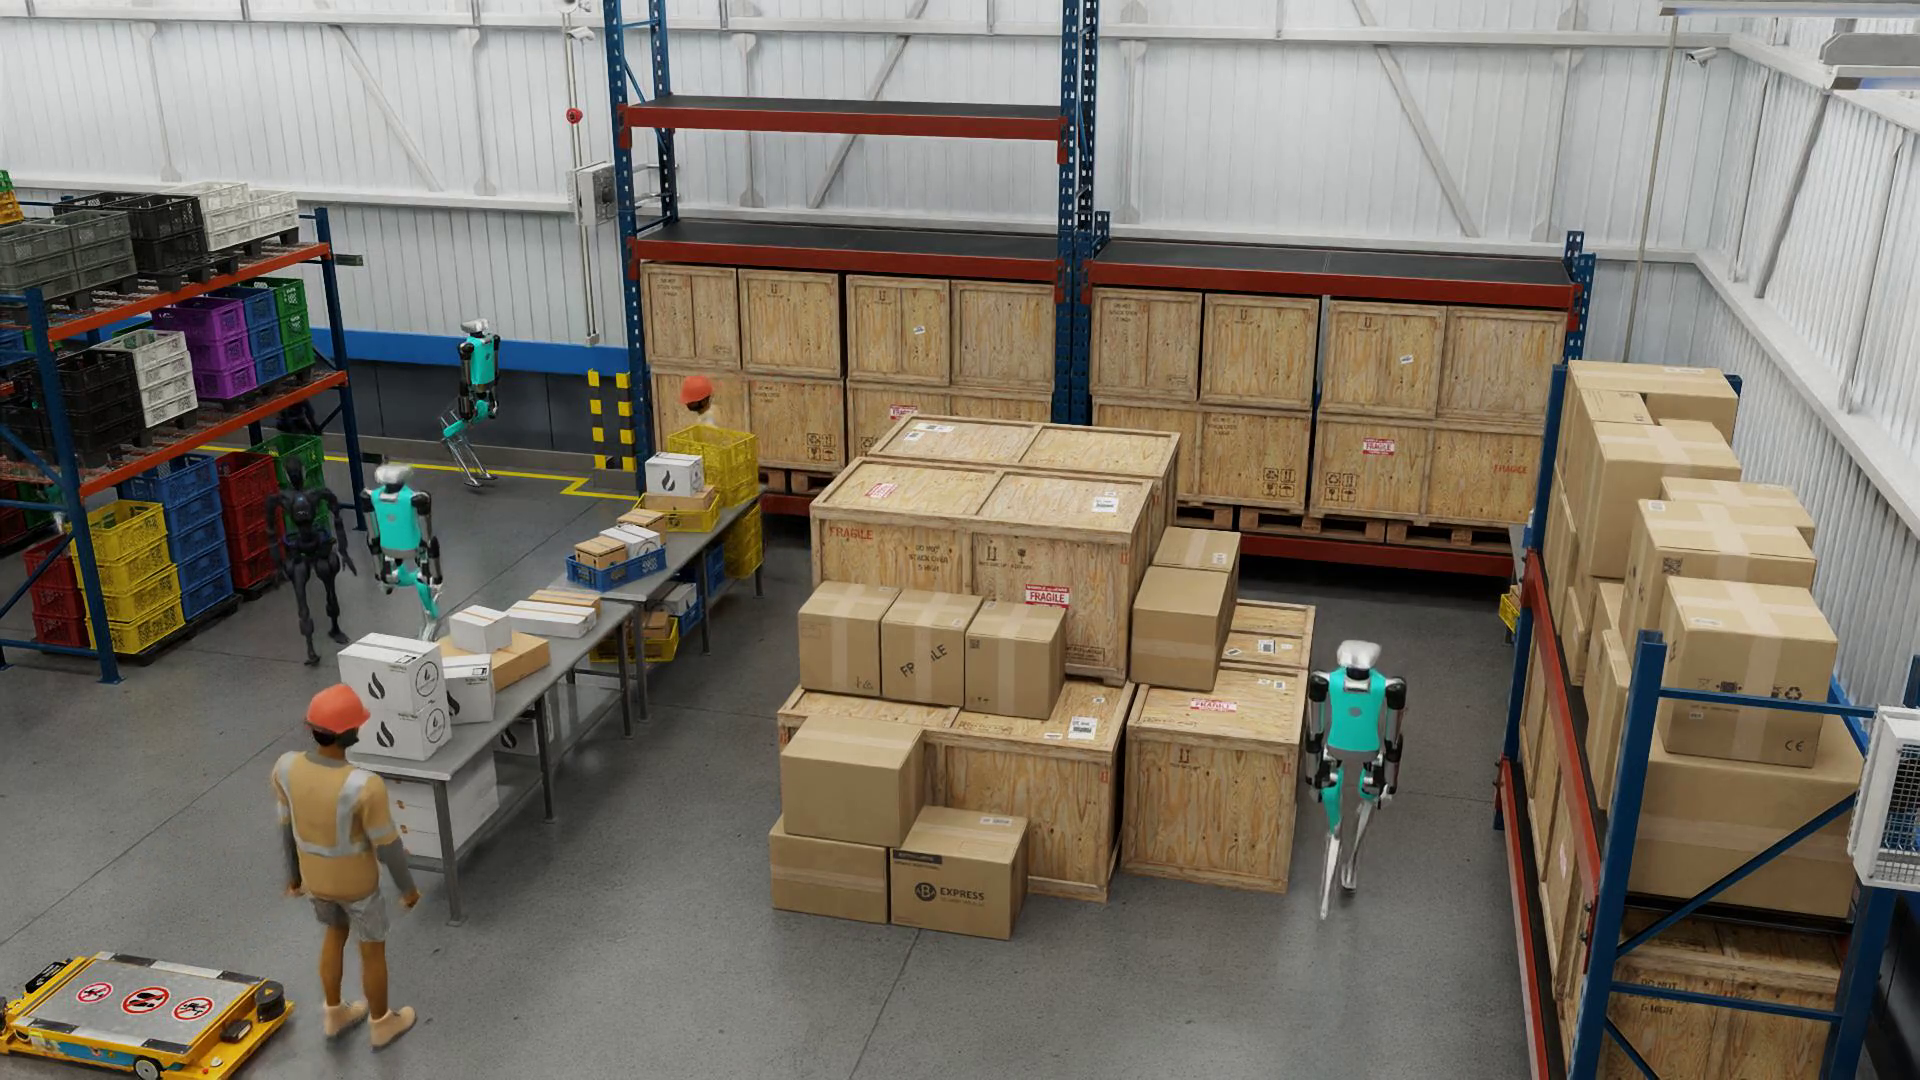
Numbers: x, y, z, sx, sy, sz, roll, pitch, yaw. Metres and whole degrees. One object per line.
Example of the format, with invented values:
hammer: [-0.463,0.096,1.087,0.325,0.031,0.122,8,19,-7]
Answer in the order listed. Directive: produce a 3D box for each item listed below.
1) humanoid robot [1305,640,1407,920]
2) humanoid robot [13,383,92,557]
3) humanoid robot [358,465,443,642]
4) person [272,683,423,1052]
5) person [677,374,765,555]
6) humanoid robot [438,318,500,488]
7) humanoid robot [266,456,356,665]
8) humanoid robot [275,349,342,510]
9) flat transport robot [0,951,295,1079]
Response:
humanoid robot: [2.257,1.317,9.589,0.538,1.790,0.832,6,22,14]
humanoid robot: [-7.908,-0.577,14.523,0.563,1.790,0.798,-19,28,-40]
humanoid robot: [-4.073,0.194,12.501,0.536,1.735,1.025,2,21,6]
person: [-3.027,1.650,8.258,0.656,2.032,0.439,7,22,17]
person: [-2.068,-0.522,14.136,0.642,1.897,0.606,0,21,0]
humanoid robot: [-4.886,-1.378,16.406,0.735,1.677,0.533,9,23,21]
humanoid robot: [-4.970,0.136,12.761,0.599,1.625,0.758,-9,23,-23]
humanoid robot: [-6.379,-1.069,15.959,0.781,1.642,0.596,1,21,2]
flat transport robot: [-4.270,2.464,8.601,1.431,0.231,0.659,5,22,13]
